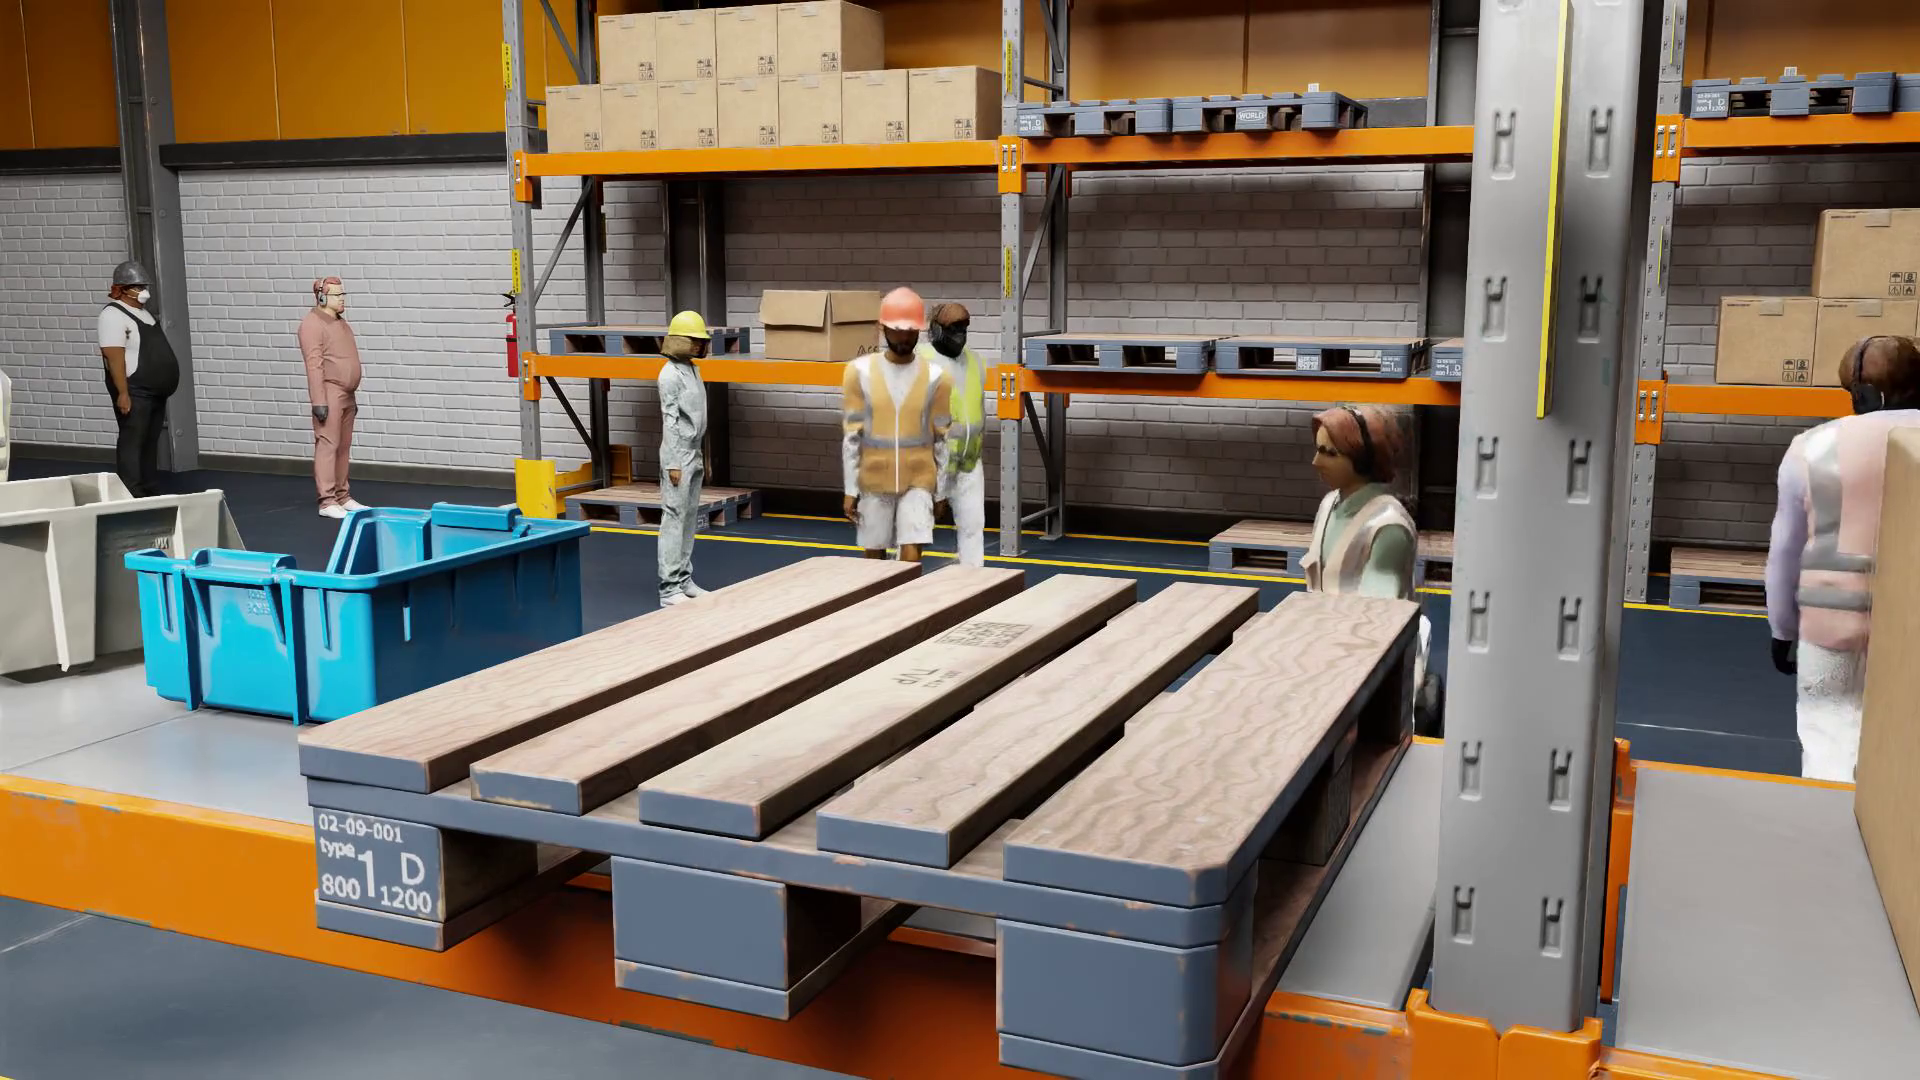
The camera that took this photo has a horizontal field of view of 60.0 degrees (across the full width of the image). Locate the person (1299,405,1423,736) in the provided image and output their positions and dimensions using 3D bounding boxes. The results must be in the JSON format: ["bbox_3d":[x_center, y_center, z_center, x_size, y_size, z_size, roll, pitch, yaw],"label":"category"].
[{"bbox_3d":[1.119,0.422,4.788,0.493,1.619,0.534,-2,10,-13],"label":"person"}]

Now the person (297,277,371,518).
[{"bbox_3d":[-4.974,-1.132,13.257,0.409,1.907,0.651,0,9,2],"label":"person"}]

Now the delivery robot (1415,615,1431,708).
[{"bbox_3d":[1.885,0.485,7.327,0.477,0.478,0.707,3,10,18],"label":"delivery robot"}]

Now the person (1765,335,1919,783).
[{"bbox_3d":[2.848,0.300,4.989,0.819,1.811,0.430,5,11,28],"label":"person"}]

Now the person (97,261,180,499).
[{"bbox_3d":[-6.593,-1.230,13.438,0.538,2.000,0.688,-1,9,-4],"label":"person"}]

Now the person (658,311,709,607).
[{"bbox_3d":[-1.608,-0.473,9.802,0.323,1.741,0.490,2,10,9],"label":"person"}]

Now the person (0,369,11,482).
[{"bbox_3d":[-5.008,-0.275,8.341,0.403,1.833,0.591,1,10,6],"label":"person"}]

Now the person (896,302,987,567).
[{"bbox_3d":[-0.111,-0.465,9.555,0.644,1.812,0.832,-7,12,-35],"label":"person"}]

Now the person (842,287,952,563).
[{"bbox_3d":[-0.321,-0.310,8.329,0.553,1.909,0.755,-1,10,-4],"label":"person"}]
